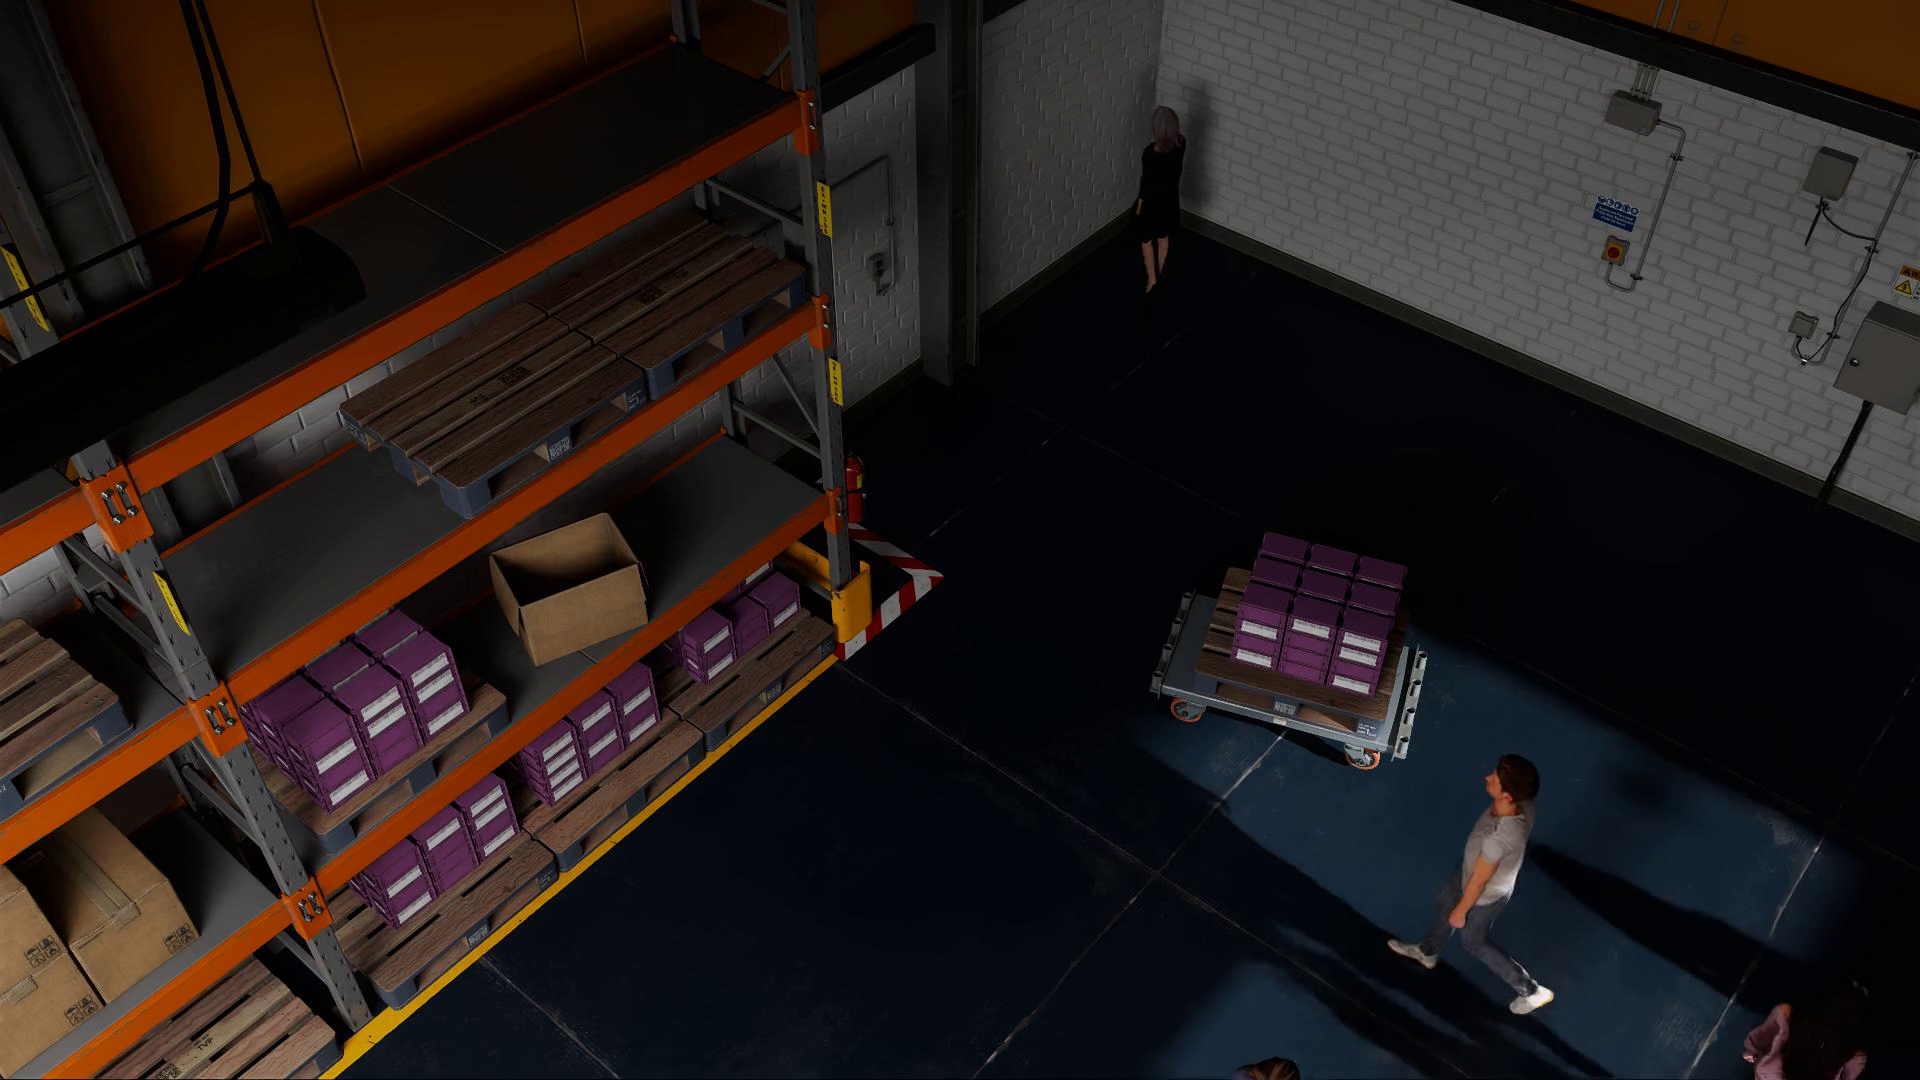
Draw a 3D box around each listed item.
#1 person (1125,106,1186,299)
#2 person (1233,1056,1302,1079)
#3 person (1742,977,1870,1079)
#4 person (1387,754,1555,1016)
[{"bbox_3d":[1.654,-2.821,13.885,0.681,1.748,0.781,-20,47,-19],"label":"person"},{"bbox_3d":[1.471,2.876,7.927,0.849,1.717,0.726,-25,49,-24],"label":"person"},{"bbox_3d":[3.933,2.744,8.012,0.657,1.792,0.750,31,52,29],"label":"person"},{"bbox_3d":[2.886,1.875,8.868,0.925,1.867,1.160,19,47,19],"label":"person"}]
